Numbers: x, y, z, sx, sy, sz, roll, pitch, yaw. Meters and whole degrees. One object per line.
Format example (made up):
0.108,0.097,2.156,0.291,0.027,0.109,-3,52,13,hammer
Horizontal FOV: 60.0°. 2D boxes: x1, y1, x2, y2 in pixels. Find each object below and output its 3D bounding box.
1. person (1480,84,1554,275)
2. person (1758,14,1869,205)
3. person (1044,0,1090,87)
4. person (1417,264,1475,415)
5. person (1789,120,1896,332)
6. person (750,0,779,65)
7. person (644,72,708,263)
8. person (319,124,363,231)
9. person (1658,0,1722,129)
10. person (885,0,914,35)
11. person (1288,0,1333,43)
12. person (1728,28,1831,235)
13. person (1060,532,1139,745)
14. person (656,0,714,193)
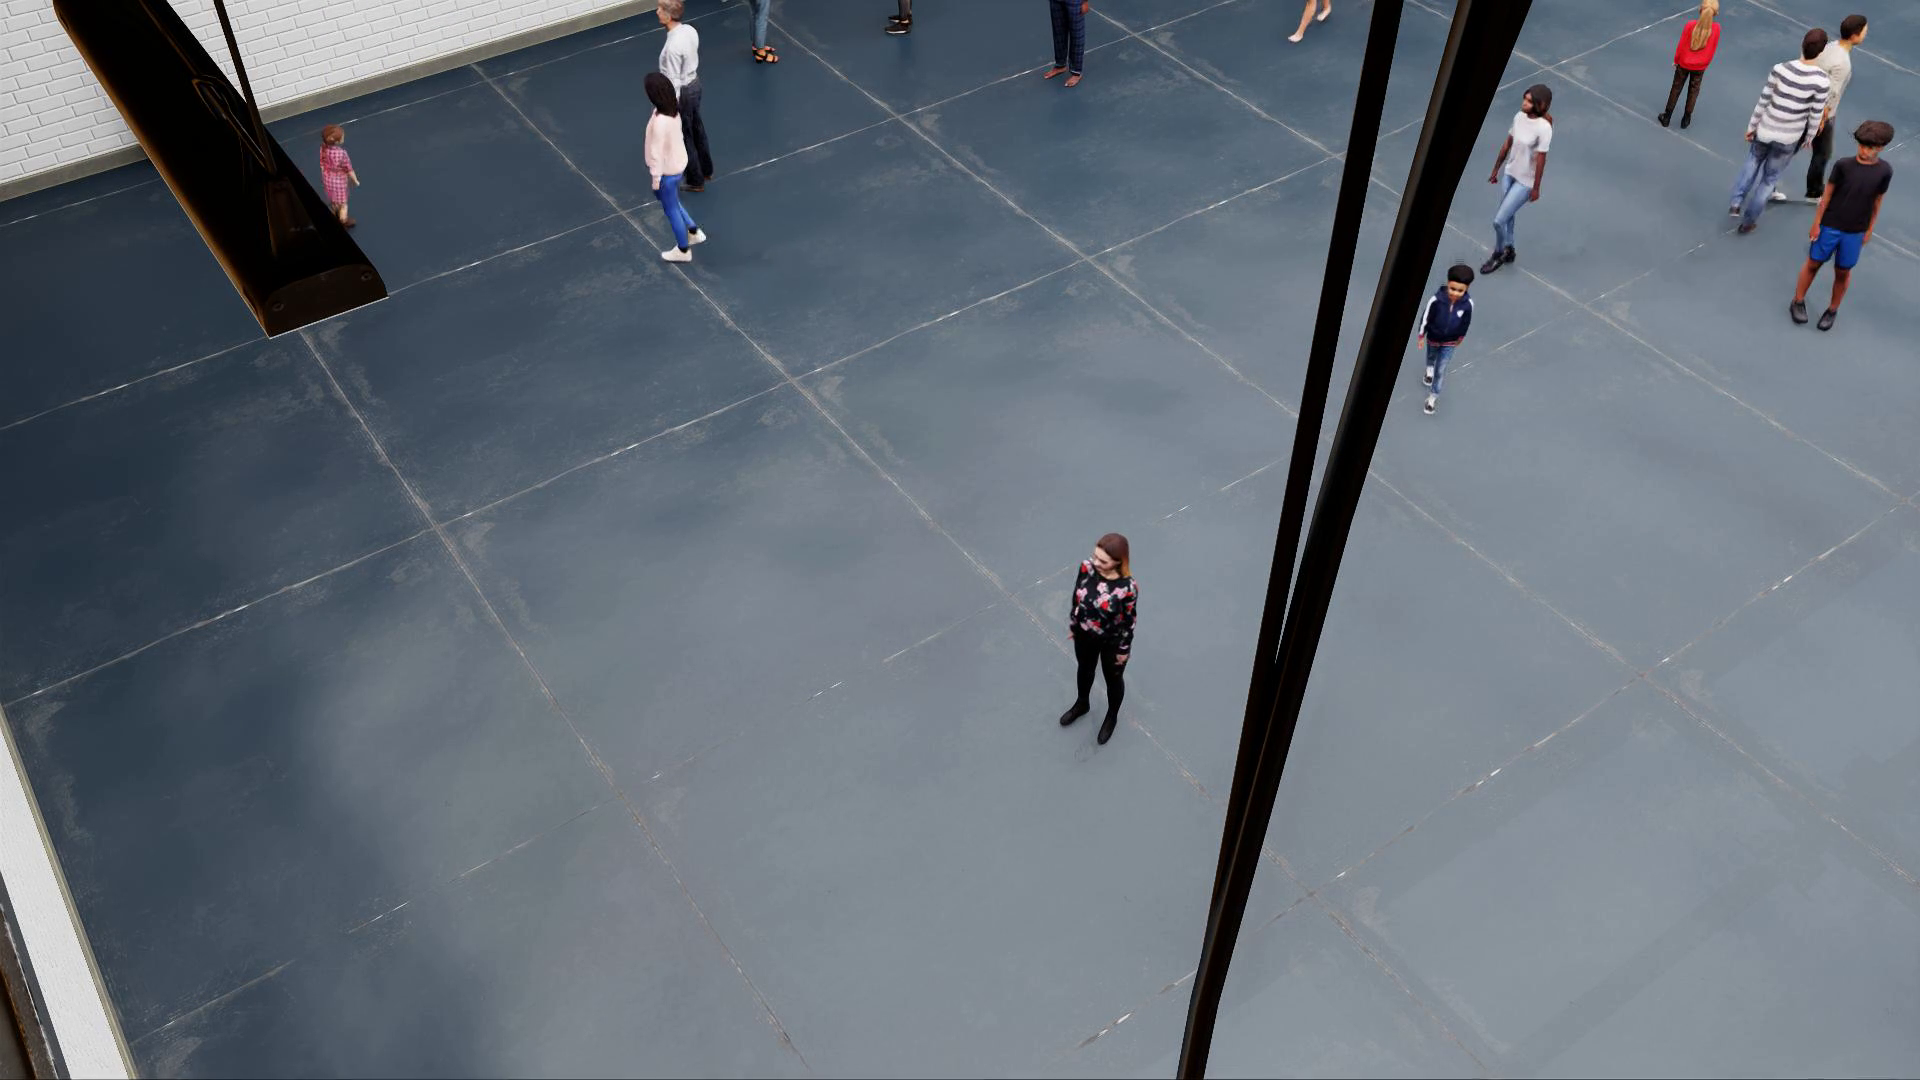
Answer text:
4.741,-3.018,13.899,0.727,1.709,0.691,-14,45,-15,person
7.434,-3.765,14.621,1.086,1.793,0.999,2,44,2,person
1.076,-5.368,16.282,0.732,1.825,0.700,30,51,28,person
3.722,-1.621,12.803,0.794,1.197,0.914,13,45,13,person
7.091,-2.581,13.384,0.729,1.787,0.764,17,46,17,person
-2.027,-5.607,16.639,0.630,1.677,0.667,-15,46,-15,person
-2.353,-3.091,13.938,0.849,1.759,0.794,5,44,5,person
-5.477,-3.153,14.558,0.526,0.995,0.577,2,44,2,person
6.959,-4.533,15.800,0.588,1.281,0.639,11,45,12,person
-0.615,-6.083,17.107,0.752,1.722,0.698,6,44,6,person
3.758,-5.998,17.136,0.696,1.557,1.120,33,53,30,person
6.979,-3.441,14.257,0.746,1.827,0.743,32,52,29,person
0.874,0.566,10.154,0.633,1.685,0.612,27,50,25,person
-2.455,-3.981,14.830,0.774,1.818,0.711,7,44,8,person
